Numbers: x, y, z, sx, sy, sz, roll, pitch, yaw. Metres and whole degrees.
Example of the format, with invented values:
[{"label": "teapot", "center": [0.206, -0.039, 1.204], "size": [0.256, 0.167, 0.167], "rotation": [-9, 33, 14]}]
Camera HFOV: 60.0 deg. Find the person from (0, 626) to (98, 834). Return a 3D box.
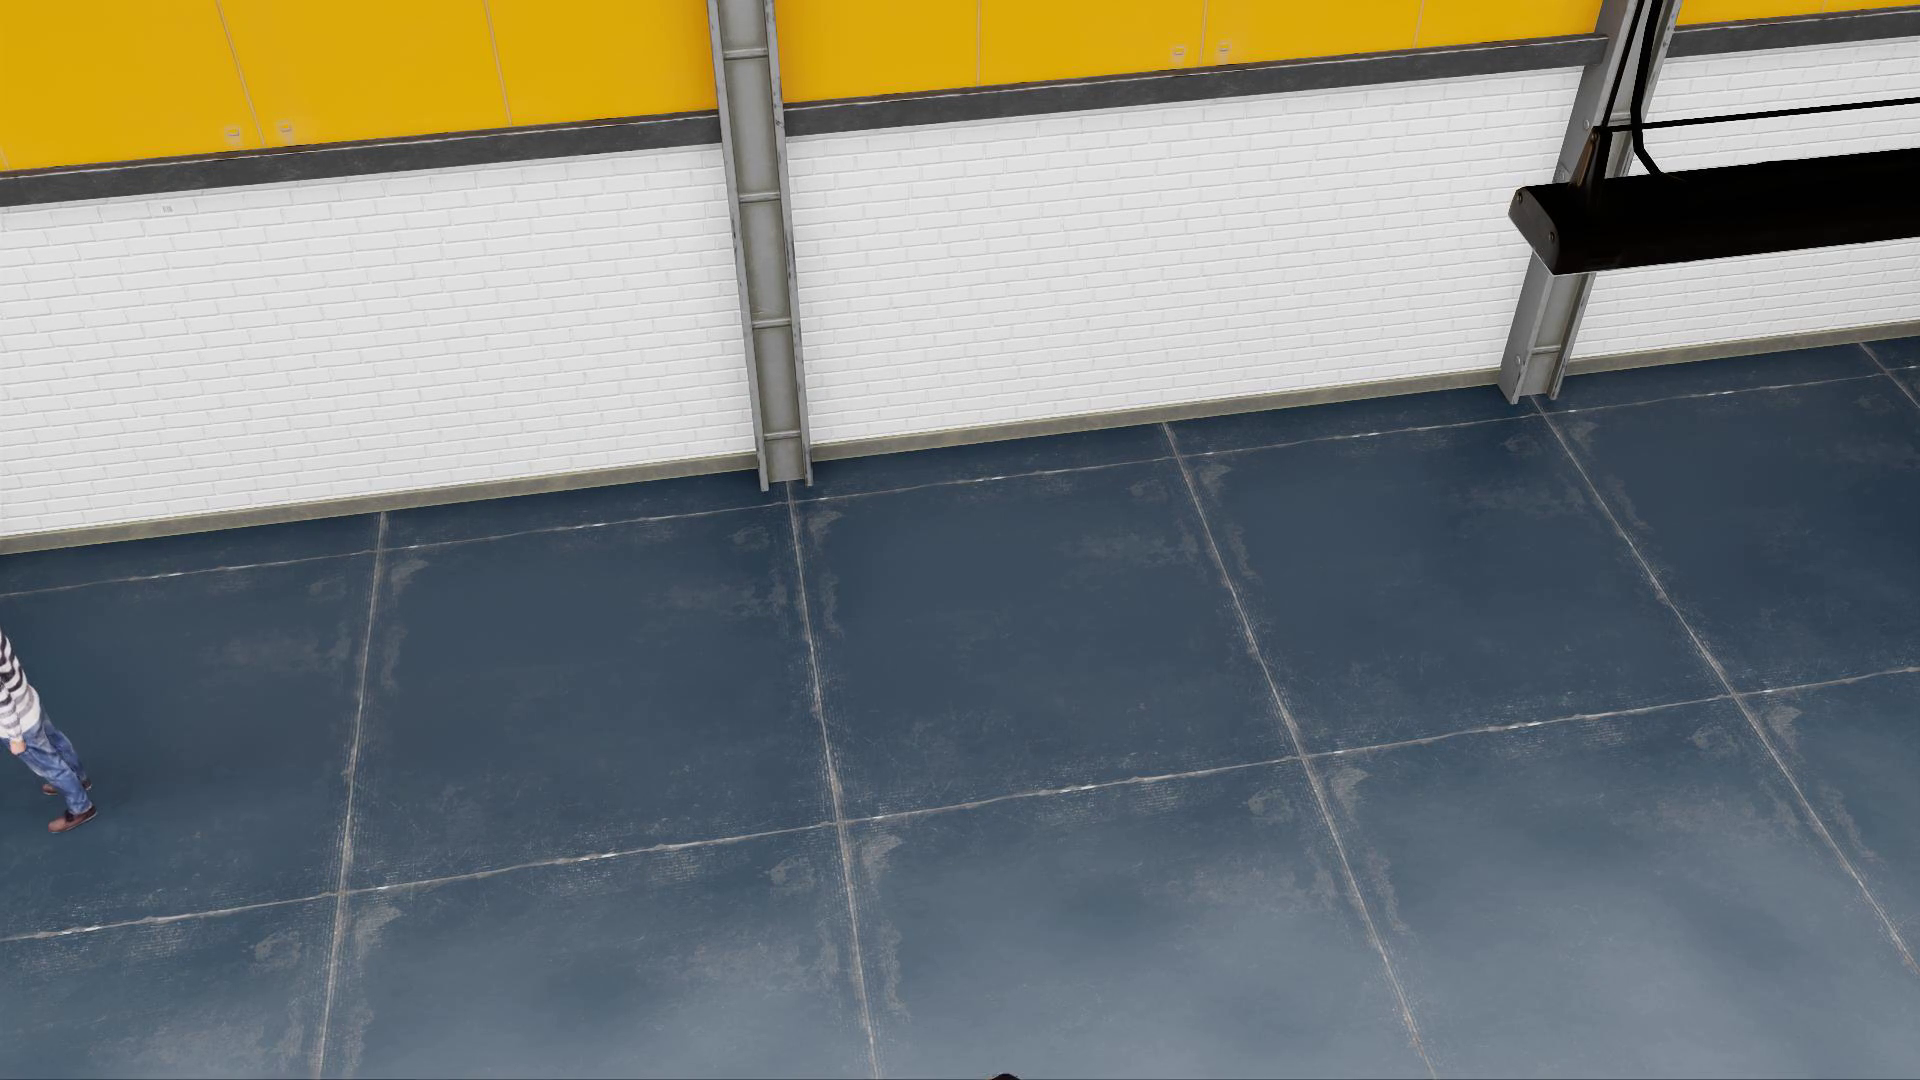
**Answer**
[{"label": "person", "center": [-5.529, 0.997, 9.768], "size": [0.603, 1.854, 0.686], "rotation": [-15, 46, -15]}]
